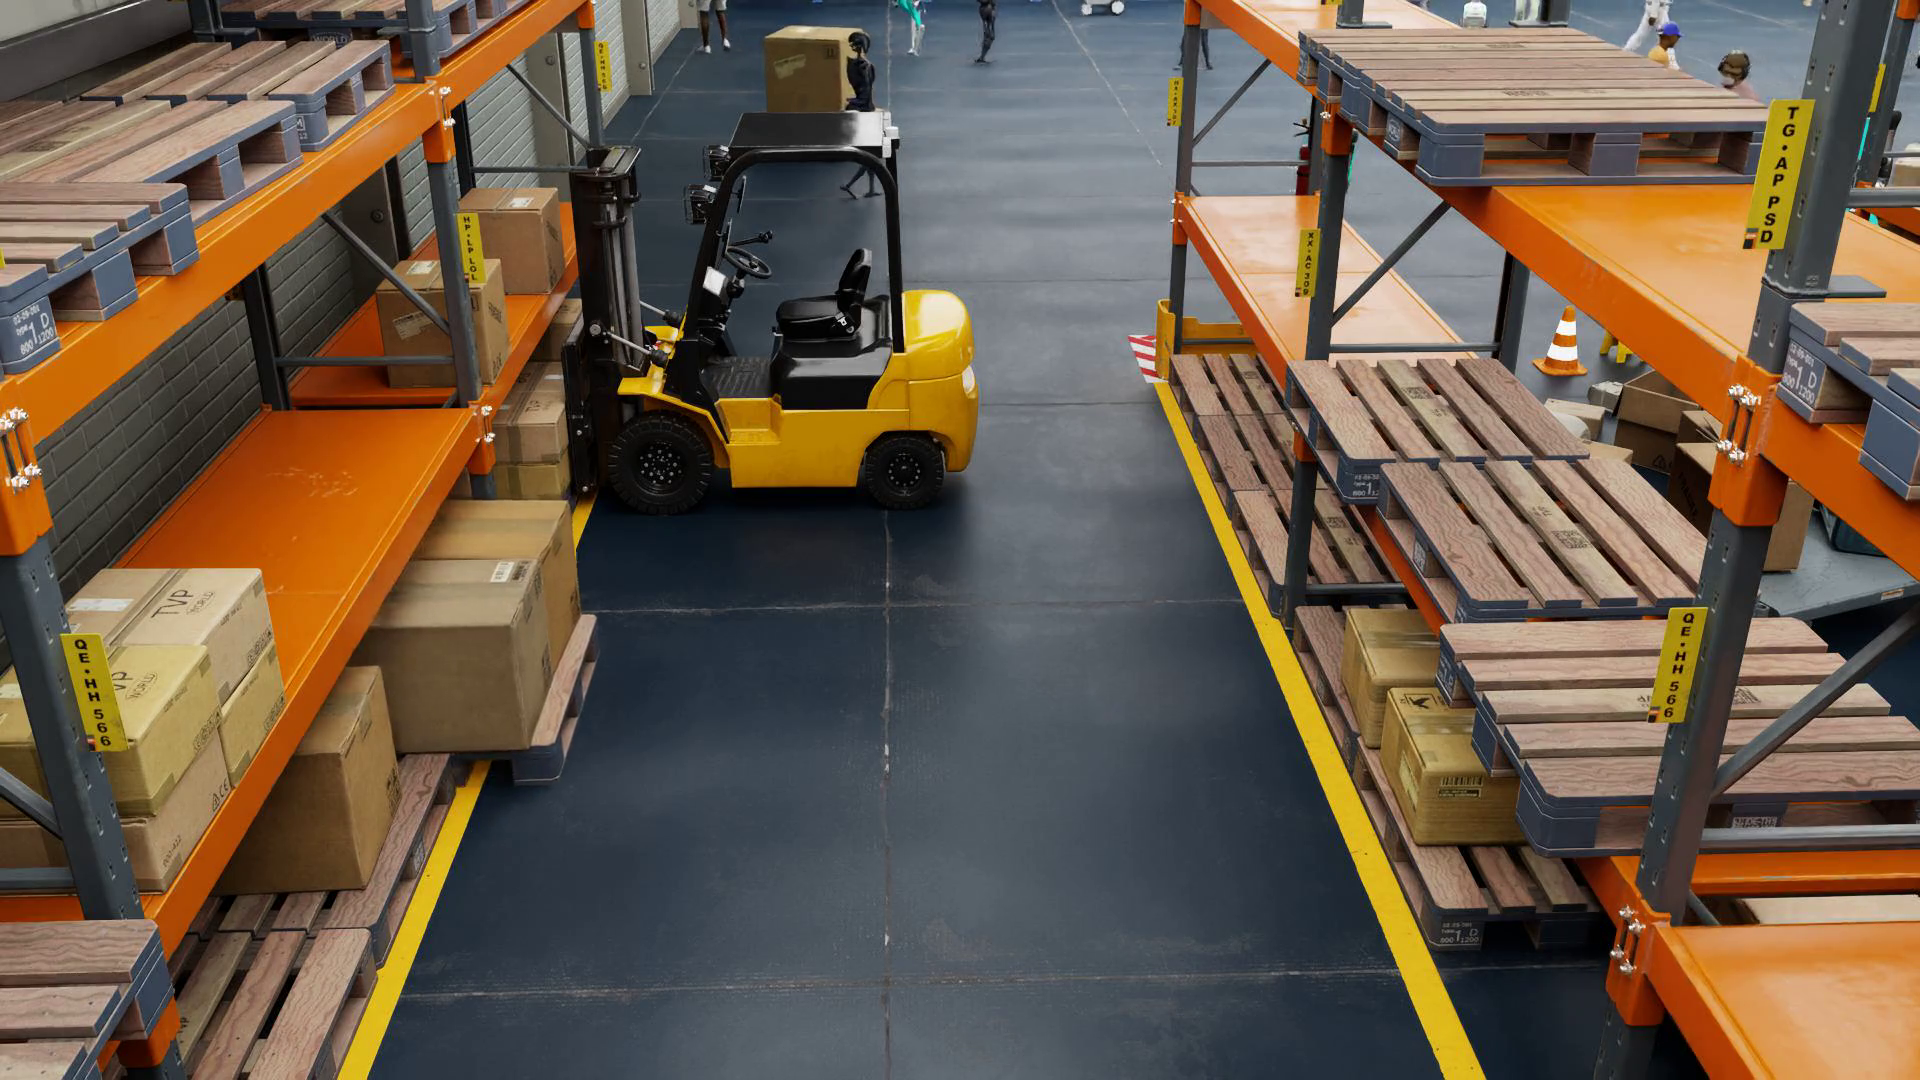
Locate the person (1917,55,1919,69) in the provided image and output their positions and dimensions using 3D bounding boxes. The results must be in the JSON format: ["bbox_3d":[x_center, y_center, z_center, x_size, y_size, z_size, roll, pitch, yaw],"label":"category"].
[{"bbox_3d":[13.828,-7.418,23.274,0.430,1.753,0.530,-17,30,-32],"label":"person"}]

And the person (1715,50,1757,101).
[{"bbox_3d":[6.365,-3.185,14.121,0.482,1.914,0.662,-3,25,-6],"label":"person"}]

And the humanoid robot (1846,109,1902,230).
[{"bbox_3d":[7.147,-2.689,13.122,0.533,1.677,0.735,-1,25,-2],"label":"humanoid robot"}]

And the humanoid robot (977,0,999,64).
[{"bbox_3d":[0.413,-7.768,24.115,0.326,1.641,0.607,-4,26,-8],"label":"humanoid robot"}]

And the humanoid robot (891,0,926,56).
[{"bbox_3d":[-0.733,-8.032,24.702,0.538,1.863,0.790,18,31,33],"label":"humanoid robot"}]

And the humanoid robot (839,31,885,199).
[{"bbox_3d":[-0.998,-4.250,16.683,0.495,1.639,0.586,-7,26,-14],"label":"humanoid robot"}]

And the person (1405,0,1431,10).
[{"bbox_3d":[6.637,-7.915,24.253,0.572,1.815,0.781,0,25,-1],"label":"person"}]

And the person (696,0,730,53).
[{"bbox_3d":[-3.728,-8.275,24.948,0.622,1.896,0.410,-10,27,-20],"label":"person"}]

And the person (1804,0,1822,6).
[{"bbox_3d":[15.332,-10.486,29.622,0.536,1.882,0.455,7,26,14],"label":"person"}]

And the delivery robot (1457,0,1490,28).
[{"bbox_3d":[8.301,-8.432,26.841,0.499,0.607,0.808,7,26,14],"label":"delivery robot"}]

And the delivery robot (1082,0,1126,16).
[{"bbox_3d":[2.515,-9.404,28.906,0.807,0.613,0.499,0,25,-1],"label":"delivery robot"}]

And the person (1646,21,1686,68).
[{"bbox_3d":[7.068,-4.403,16.945,0.421,1.696,0.487,3,25,6],"label":"person"}]

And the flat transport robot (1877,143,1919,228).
[{"bbox_3d":[9.400,-3.029,15.719,1.431,0.231,0.659,16,30,31],"label":"flat transport robot"}]

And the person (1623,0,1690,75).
[{"bbox_3d":[9.665,-7.339,23.022,1.041,1.828,0.587,6,26,12],"label":"person"}]

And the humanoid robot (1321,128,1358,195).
[{"bbox_3d":[2.735,-2.534,12.951,1.026,1.733,0.562,-1,25,-1],"label":"humanoid robot"}]

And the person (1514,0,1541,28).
[{"bbox_3d":[8.931,-8.651,25.926,0.602,1.729,0.564,10,27,19],"label":"person"}]

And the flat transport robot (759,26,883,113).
[{"bbox_3d":[-1.645,-4.573,18.987,1.431,0.231,0.659,18,31,34],"label":"flat transport robot"}]

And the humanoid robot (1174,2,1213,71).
[{"bbox_3d":[3.391,-7.479,23.523,0.472,1.655,0.602,-19,31,-35],"label":"humanoid robot"}]

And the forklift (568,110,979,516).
[{"bbox_3d":[-1.043,-1.379,9.976,2.313,2.155,1.214,-1,25,-2],"label":"forklift"}]
